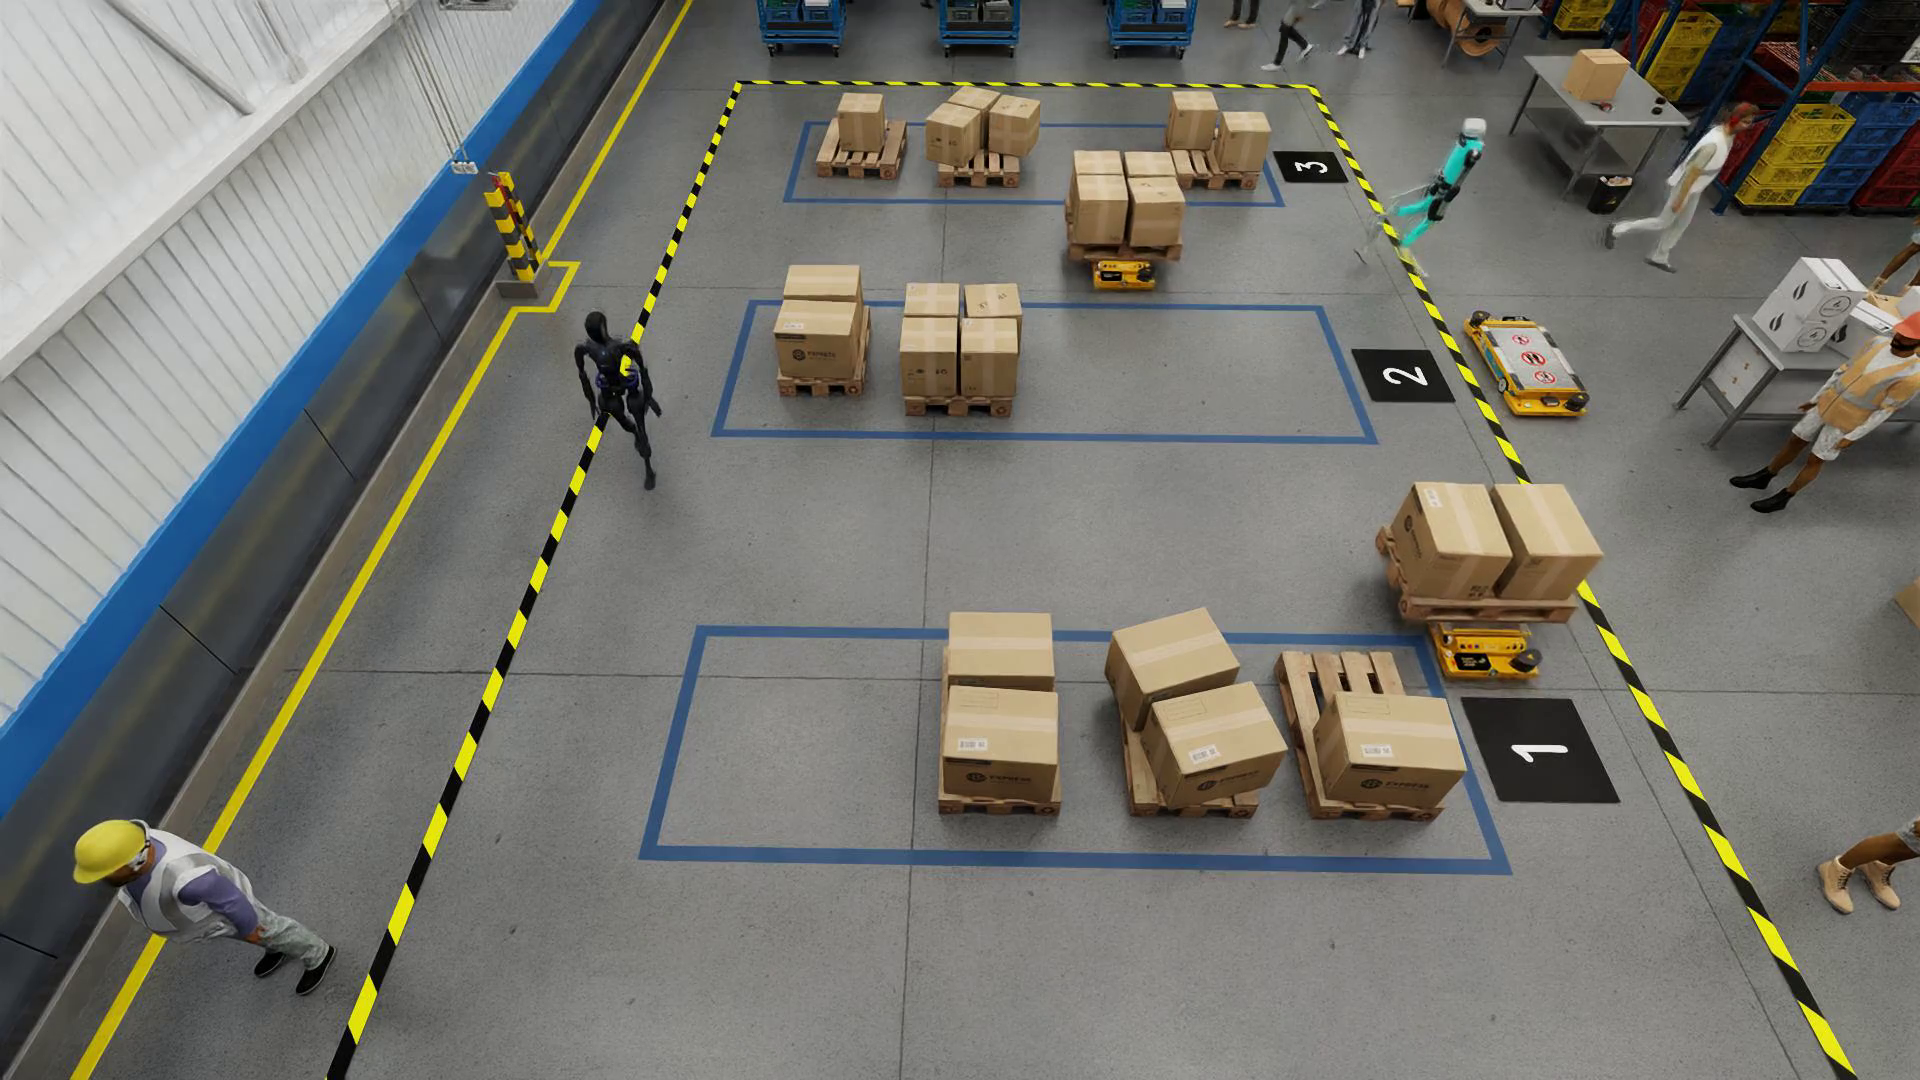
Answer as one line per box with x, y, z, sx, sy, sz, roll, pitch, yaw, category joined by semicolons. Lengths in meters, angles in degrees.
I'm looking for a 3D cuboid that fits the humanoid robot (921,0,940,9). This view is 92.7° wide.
-0.510;-9.599;14.908;0.606;1.651;0.332;-28;55;-22;humanoid robot

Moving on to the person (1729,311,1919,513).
6.994;-1.004;7.296;0.346;1.942;0.547;-2;49;-1;person

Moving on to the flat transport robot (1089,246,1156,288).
1.808;-3.358;10.421;0.652;0.197;1.431;1;49;1;flat transport robot

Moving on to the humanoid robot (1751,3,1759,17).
12.037;-7.990;13.516;0.370;1.643;0.584;-4;49;-3;humanoid robot

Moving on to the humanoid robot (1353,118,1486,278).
4.776;-3.574;9.706;1.053;1.785;0.530;9;50;8;humanoid robot

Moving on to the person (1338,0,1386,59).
6.087;-8.090;13.559;0.492;1.743;0.295;21;52;17;person

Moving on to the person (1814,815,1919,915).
5.645;1.537;5.031;0.613;2.040;0.375;-3;49;-2;person

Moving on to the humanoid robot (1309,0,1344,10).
6.282;-9.517;14.804;0.885;1.767;0.542;-8;50;-7;humanoid robot

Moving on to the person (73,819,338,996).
-3.941;1.937;4.820;0.589;1.837;0.404;16;51;14;person

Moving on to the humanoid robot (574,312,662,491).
-2.844;-1.239;7.707;0.590;1.628;0.783;-6;49;-6;humanoid robot

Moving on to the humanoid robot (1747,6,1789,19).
11.567;-7.602;13.126;0.711;1.746;0.543;2;49;1;humanoid robot

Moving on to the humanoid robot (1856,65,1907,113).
11.497;-5.718;11.569;0.759;1.625;0.597;9;50;8;humanoid robot

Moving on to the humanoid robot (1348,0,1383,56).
6.168;-8.131;13.636;0.310;1.652;0.612;26;54;21;humanoid robot

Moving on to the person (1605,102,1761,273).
7.715;-3.783;9.789;0.589;1.814;0.760;-34;57;-26;person

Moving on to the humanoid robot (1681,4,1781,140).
9.860;-5.972;11.764;0.379;1.647;0.589;9;50;7;humanoid robot

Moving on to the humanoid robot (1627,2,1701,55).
10.099;-7.566;13.129;0.919;1.767;0.585;1;49;1;humanoid robot

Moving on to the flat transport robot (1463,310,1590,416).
5.573;-1.757;9.054;0.659;0.231;1.431;1;49;1;flat transport robot

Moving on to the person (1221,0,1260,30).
4.503;-8.828;14.148;0.694;1.816;0.535;-12;50;-10;person

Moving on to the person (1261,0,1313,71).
4.844;-7.697;13.173;0.691;1.820;0.600;3;49;3;person

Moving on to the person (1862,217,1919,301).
10.014;-3.219;9.148;0.608;2.042;0.394;30;55;23;person

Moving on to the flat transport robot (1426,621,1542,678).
3.923;0.417;7.154;0.652;0.197;1.431;1;49;1;flat transport robot
